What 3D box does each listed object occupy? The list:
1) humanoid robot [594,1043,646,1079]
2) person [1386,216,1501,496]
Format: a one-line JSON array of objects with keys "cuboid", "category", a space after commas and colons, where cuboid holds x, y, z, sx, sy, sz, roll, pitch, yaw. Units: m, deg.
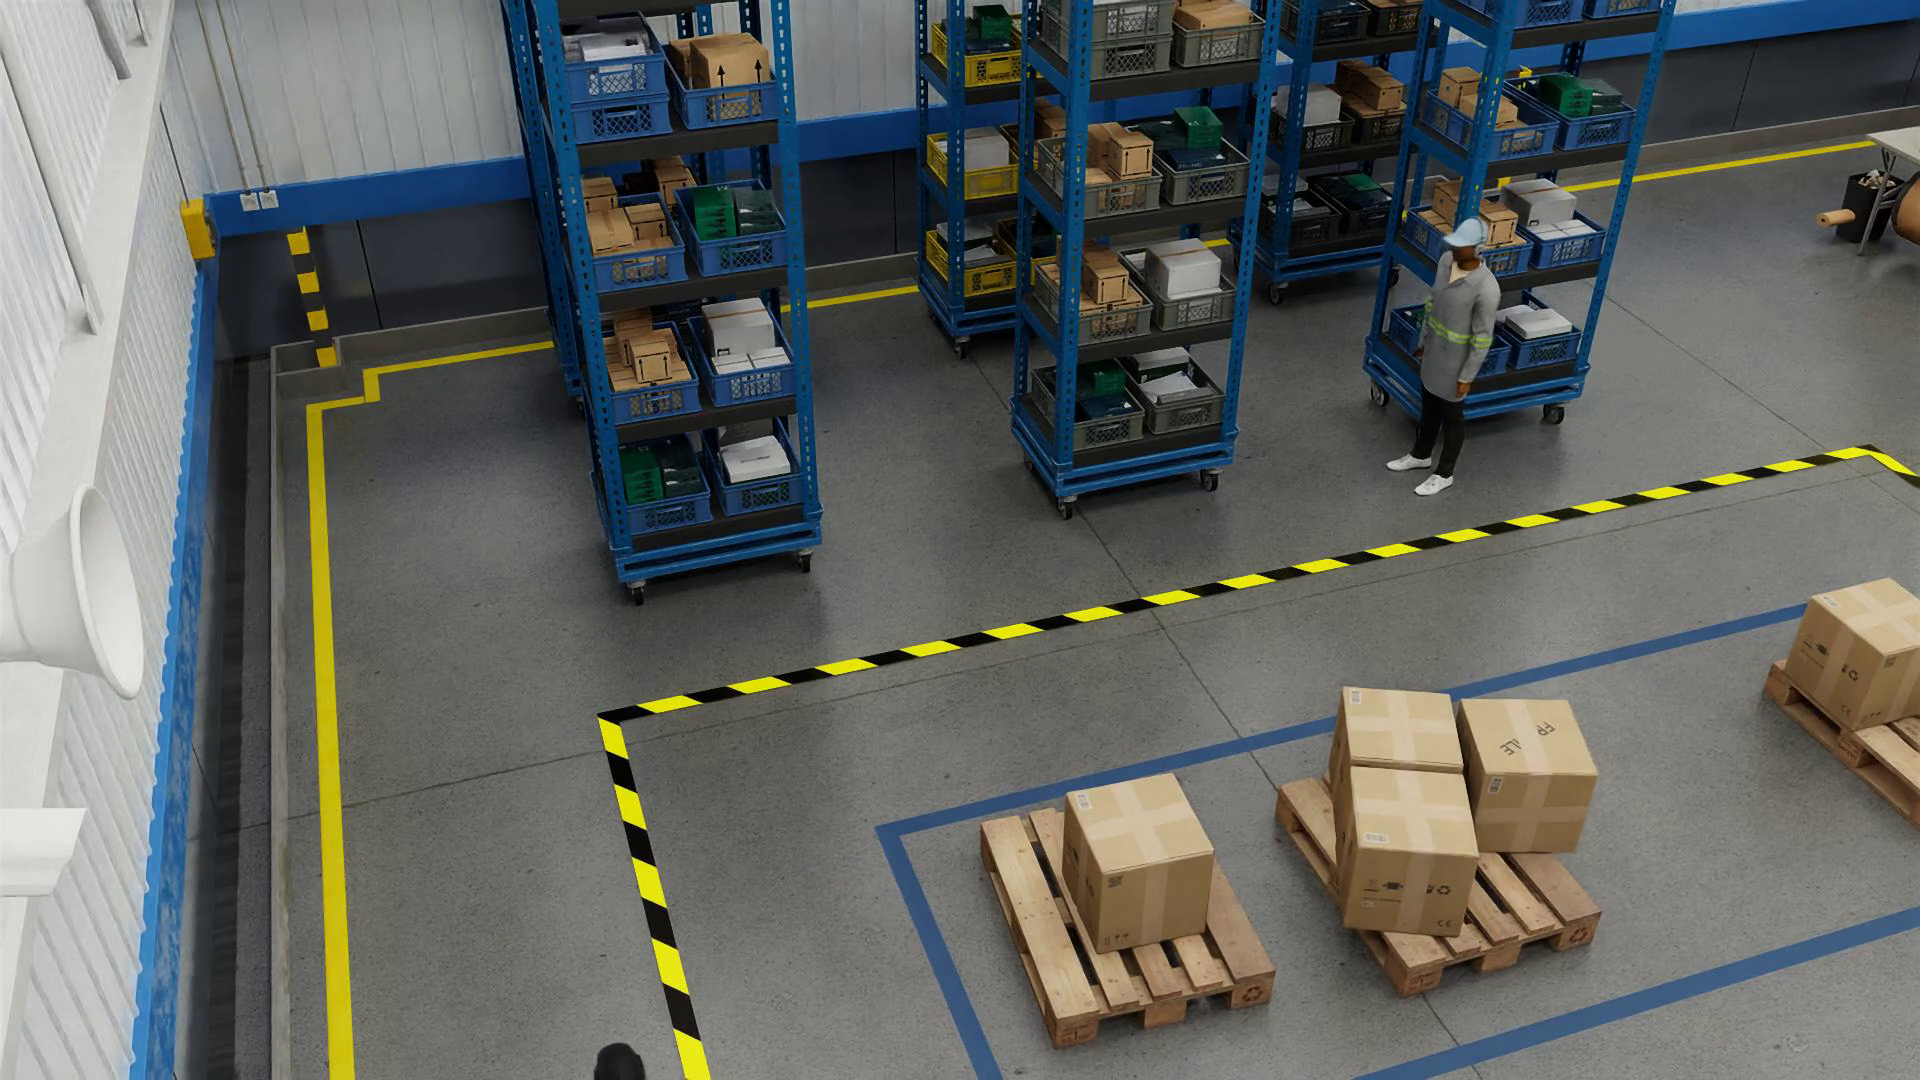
[{"cuboid": [-1.038, 2.299, 5.619, 0.603, 1.635, 0.772, -18, 39, -24], "category": "humanoid robot"}, {"cuboid": [3.016, -1.142, 10.300, 0.365, 1.852, 0.589, -12, 37, -16], "category": "person"}]
